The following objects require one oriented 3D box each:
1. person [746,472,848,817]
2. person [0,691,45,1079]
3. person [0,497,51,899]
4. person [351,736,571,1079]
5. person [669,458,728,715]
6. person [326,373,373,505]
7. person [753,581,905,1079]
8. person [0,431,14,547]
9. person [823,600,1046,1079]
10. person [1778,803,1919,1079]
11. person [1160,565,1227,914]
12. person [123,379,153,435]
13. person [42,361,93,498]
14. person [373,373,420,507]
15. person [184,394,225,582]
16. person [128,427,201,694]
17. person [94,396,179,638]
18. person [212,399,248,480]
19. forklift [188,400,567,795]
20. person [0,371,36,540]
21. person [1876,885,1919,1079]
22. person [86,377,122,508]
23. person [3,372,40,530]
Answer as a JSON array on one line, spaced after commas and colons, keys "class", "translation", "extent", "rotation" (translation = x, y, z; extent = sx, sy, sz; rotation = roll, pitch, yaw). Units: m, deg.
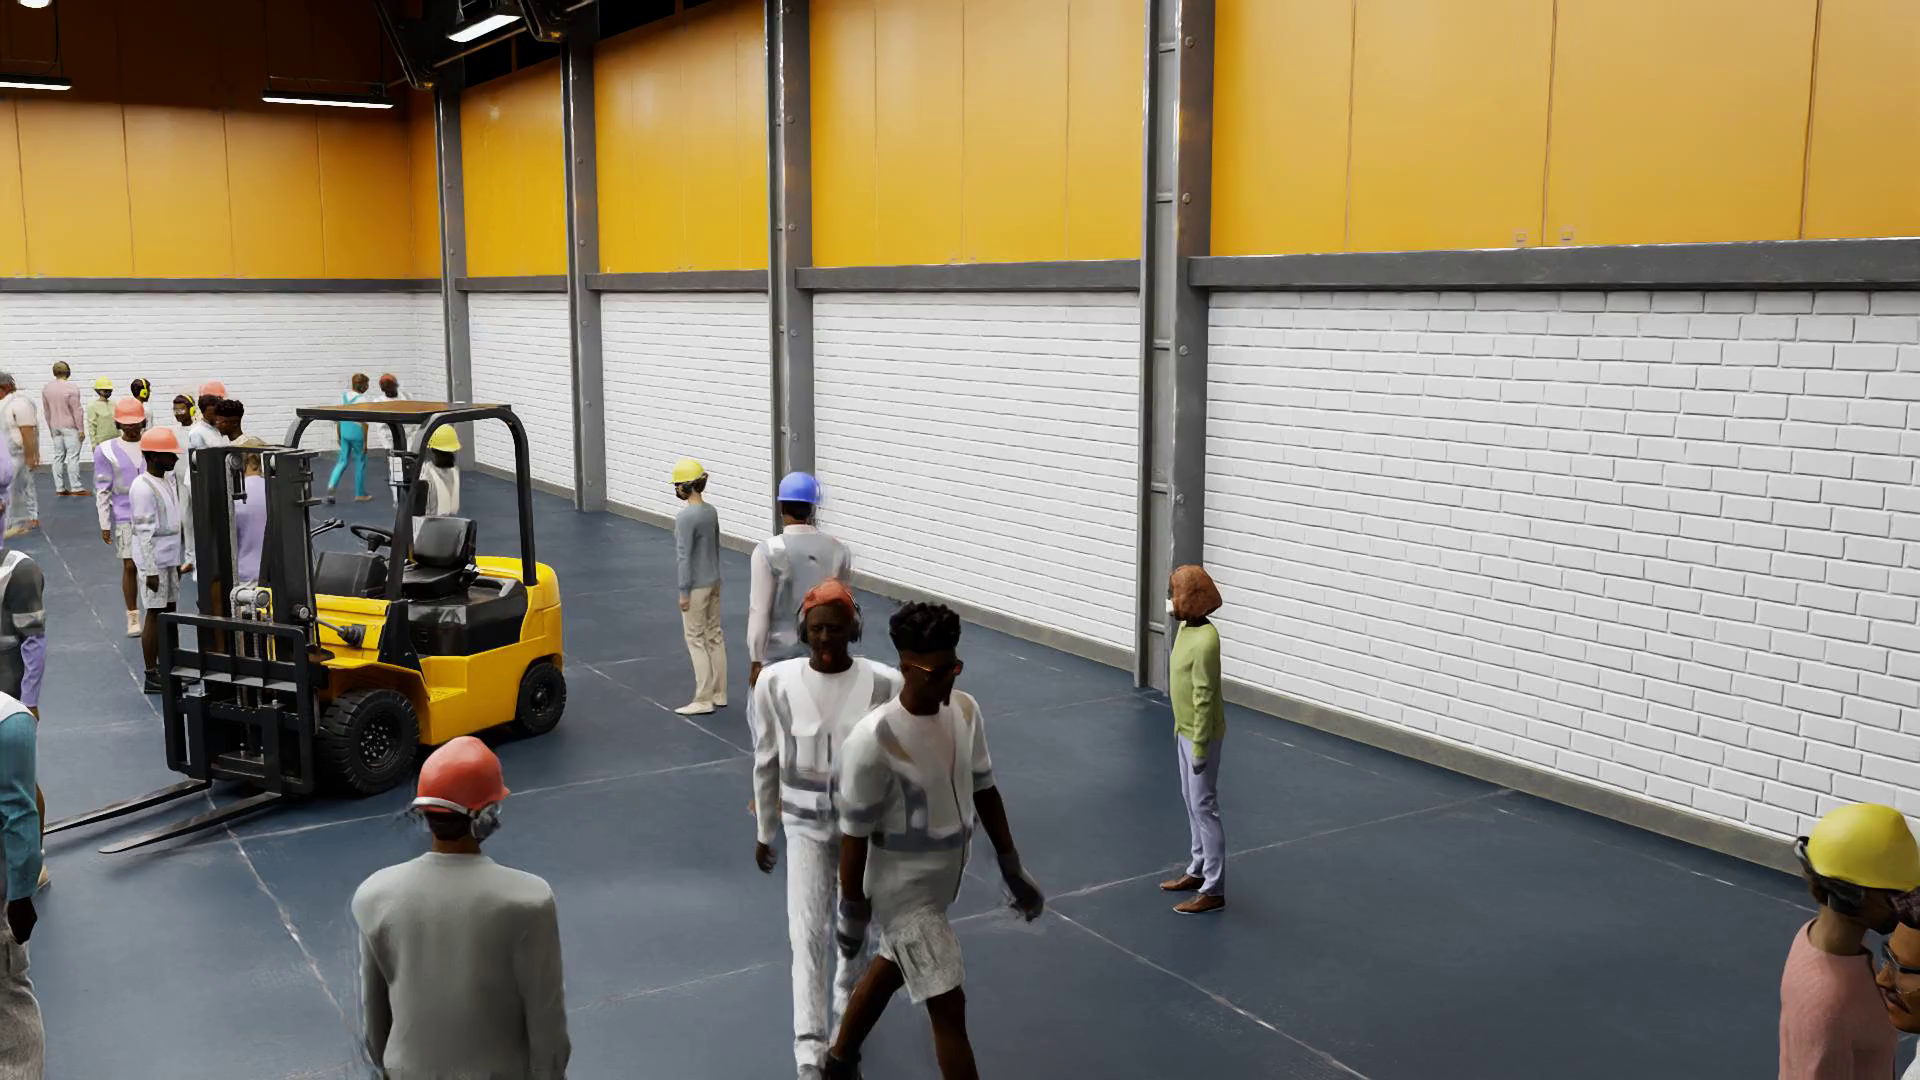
[{"class": "person", "translation": [-0.935, 0.585, 9.052], "extent": [0.654, 1.913, 0.589], "rotation": [-7, 11, -38]}, {"class": "person", "translation": [-3.286, 1.114, 5.448], "extent": [0.605, 1.940, 0.415], "rotation": [2, 9, 14]}, {"class": "person", "translation": [-4.603, 0.704, 7.849], "extent": [0.607, 2.044, 0.374], "rotation": [2, 9, 13]}, {"class": "person", "translation": [-1.272, 1.366, 4.385], "extent": [0.588, 1.737, 0.454], "rotation": [1, 9, 9]}, {"class": "person", "translation": [-1.821, 0.317, 11.438], "extent": [0.353, 1.757, 0.534], "rotation": [2, 9, 16]}, {"class": "person", "translation": [-8.325, -1.374, 22.693], "extent": [0.591, 1.800, 0.808], "rotation": [3, 9, 17]}, {"class": "person", "translation": [-0.453, 1.079, 6.010], "extent": [0.606, 1.832, 0.951], "rotation": [0, 8, -2]}, {"class": "person", "translation": [-9.424, -0.465, 16.190], "extent": [0.403, 1.906, 0.651], "rotation": [-1, 9, -8]}, {"class": "person", "translation": [-0.126, 1.127, 5.499], "extent": [1.045, 1.910, 0.615], "rotation": [5, 10, 30]}, {"class": "person", "translation": [1.978, 1.448, 3.800], "extent": [0.339, 1.759, 0.523], "rotation": [5, 10, 31]}, {"class": "person", "translation": [1.096, 0.922, 7.795], "extent": [0.287, 1.626, 0.497], "rotation": [-1, 8, -4]}, {"class": "person", "translation": [-9.898, -1.020, 20.122], "extent": [0.526, 1.856, 0.344], "rotation": [4, 9, 24]}, {"class": "person", "translation": [-12.585, -1.554, 23.420], "extent": [0.631, 1.940, 0.370], "rotation": [3, 9, 17]}, {"class": "person", "translation": [-7.432, -1.294, 22.033], "extent": [0.635, 1.830, 0.838], "rotation": [-5, 10, -28]}, {"class": "person", "translation": [-7.525, -0.519, 16.618], "extent": [0.392, 1.893, 0.626], "rotation": [-1, 9, -8]}, {"class": "person", "translation": [-5.742, 0.147, 11.997], "extent": [0.389, 1.930, 0.544], "rotation": [-1, 9, -7]}, {"class": "person", "translation": [-6.880, -0.192, 13.945], "extent": [0.614, 2.031, 0.403], "rotation": [-6, 10, -34]}, {"class": "person", "translation": [-6.383, -0.278, 14.763], "extent": [0.380, 1.958, 0.604], "rotation": [-5, 10, -28]}, {"class": "forklift", "translation": [-3.529, 0.258, 10.348], "extent": [1.214, 2.155, 2.313], "rotation": [4, 9, 25]}, {"class": "person", "translation": [-11.276, -1.013, 19.431], "extent": [0.705, 2.000, 0.937], "rotation": [3, 9, 18]}, {"class": "person", "translation": [1.730, 1.512, 2.981], "extent": [0.326, 1.874, 0.518], "rotation": [2, 9, 11]}, {"class": "person", "translation": [-11.446, -1.305, 22.321], "extent": [0.314, 1.769, 0.524], "rotation": [3, 9, 18]}, {"class": "person", "translation": [-11.567, -1.079, 20.270], "extent": [0.634, 1.928, 0.381], "rotation": [-4, 9, -27]}]
